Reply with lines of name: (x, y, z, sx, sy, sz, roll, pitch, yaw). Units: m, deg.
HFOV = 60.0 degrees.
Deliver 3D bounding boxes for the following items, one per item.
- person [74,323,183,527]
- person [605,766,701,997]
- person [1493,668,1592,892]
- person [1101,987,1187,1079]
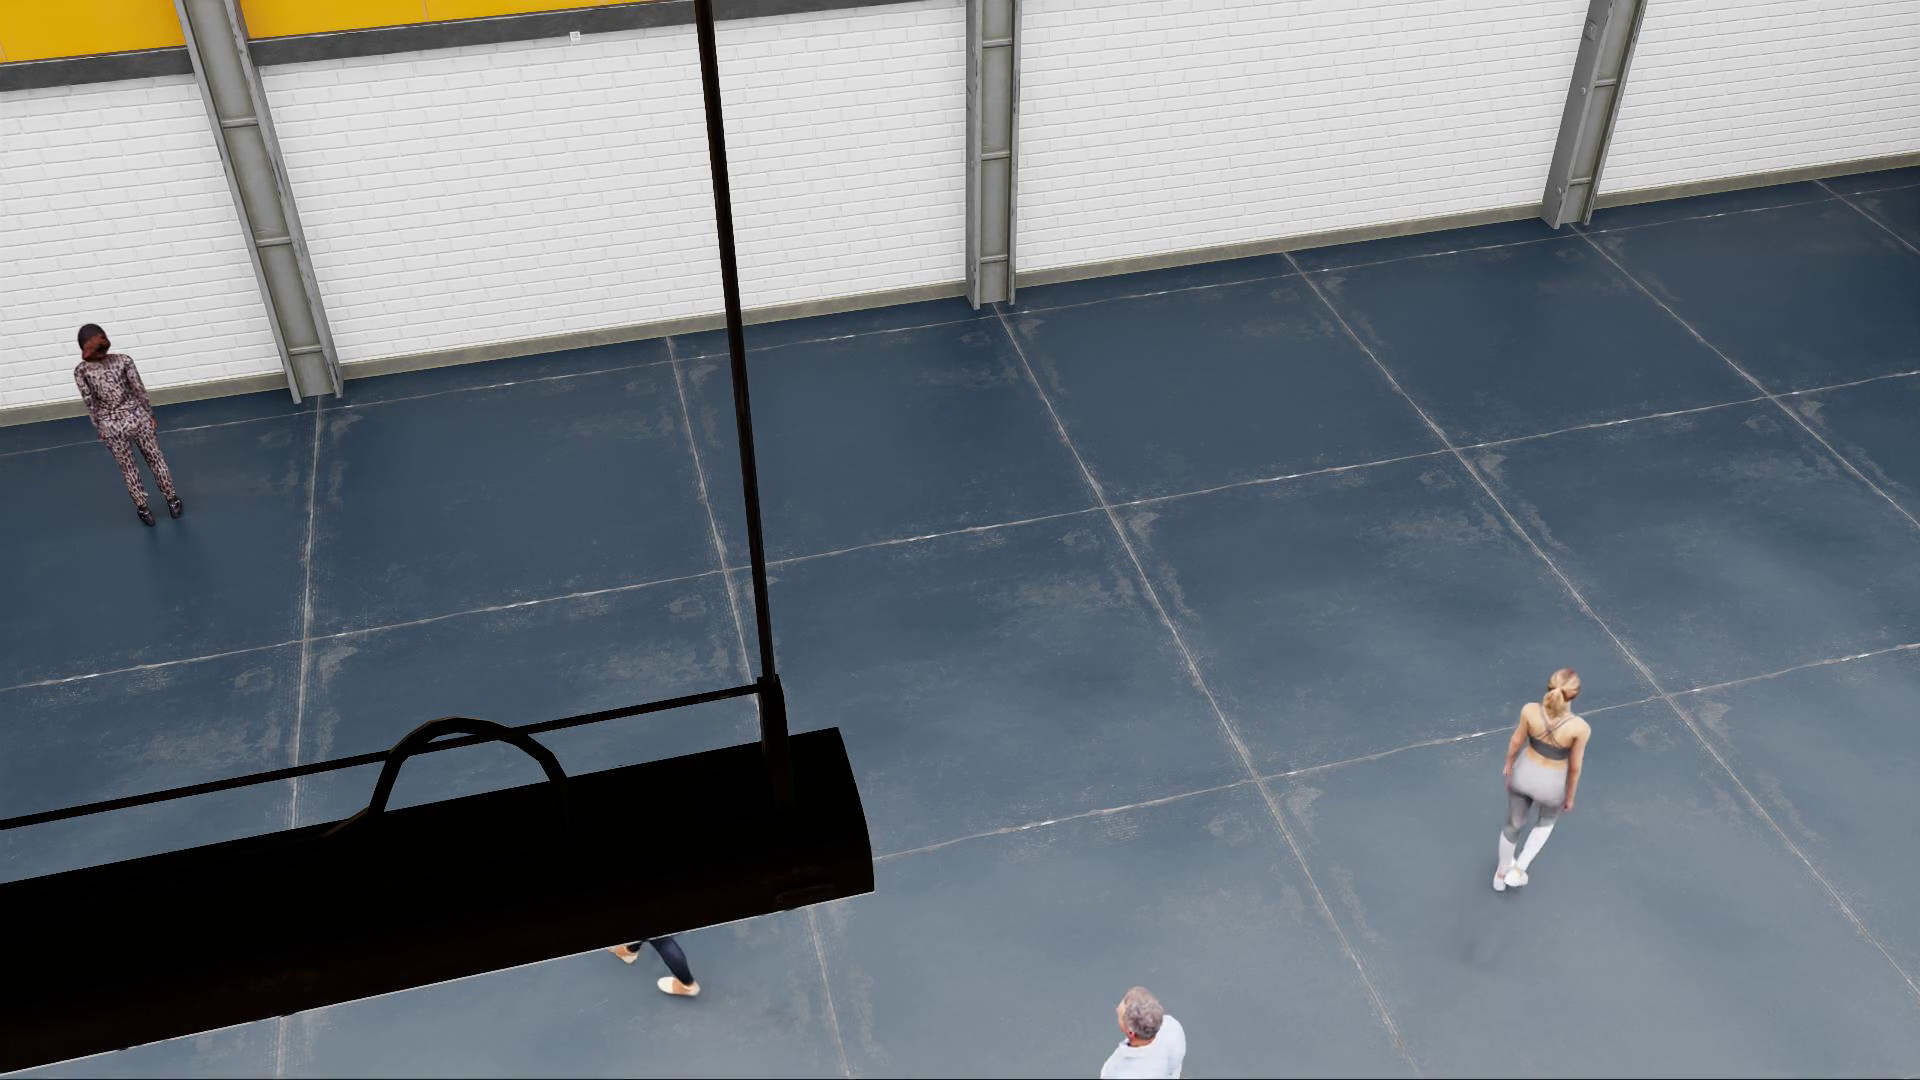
person: (-6.224, -0.863, 12.395, 0.578, 1.715, 0.698, -20, 43, -23)
person: (-1.612, 1.881, 8.919, 1.036, 1.766, 0.913, 12, 40, 15)
person: (3.281, 1.443, 9.524, 0.724, 1.694, 0.780, 22, 44, 25)
person: (0.907, 2.765, 7.780, 1.139, 1.804, 1.146, 26, 45, 29)
